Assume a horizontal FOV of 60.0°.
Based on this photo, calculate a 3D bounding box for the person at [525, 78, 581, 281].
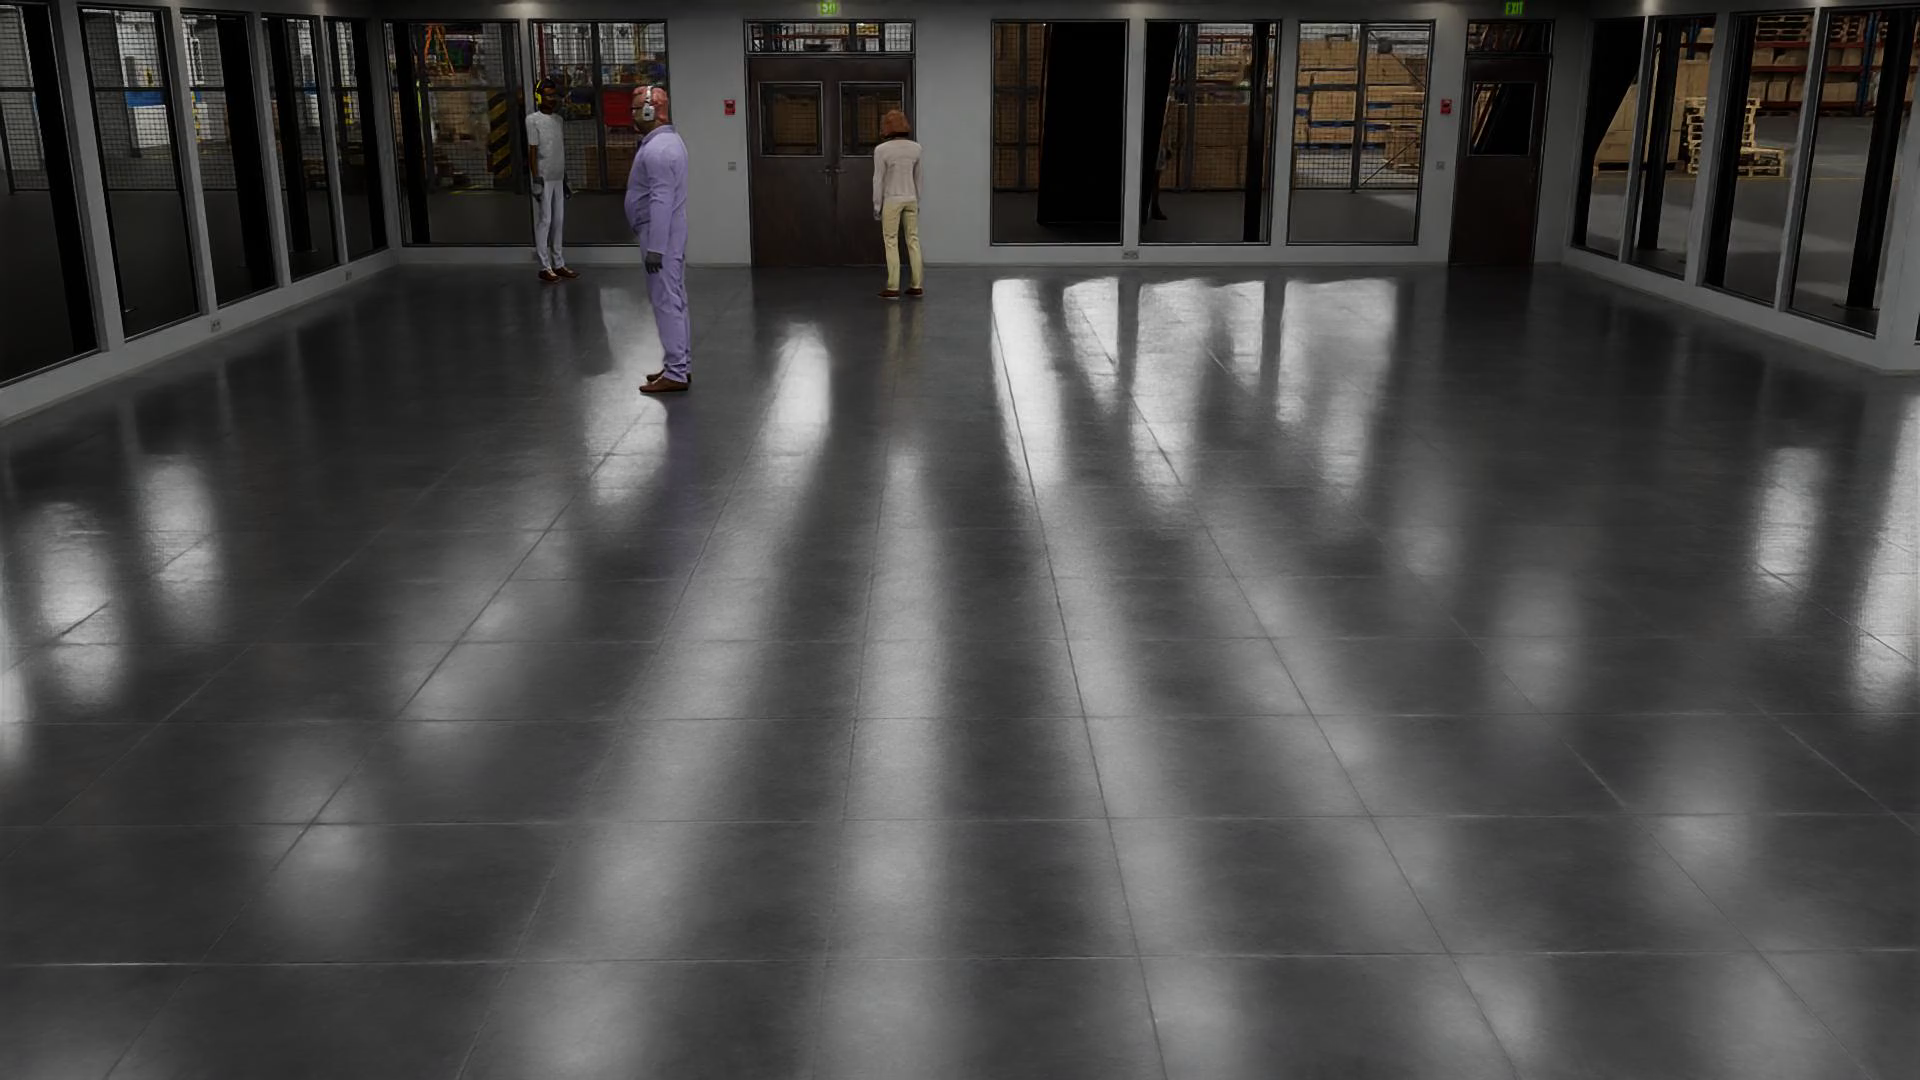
[{"bbox_3d":[-3.861,-3.396,15.728,0.322,1.871,0.531,7,18,22],"label":"person"}]

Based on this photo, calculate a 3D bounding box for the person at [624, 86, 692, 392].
[{"bbox_3d":[-1.918,-1.897,10.561,0.403,1.906,0.651,0,16,-1],"label":"person"}]

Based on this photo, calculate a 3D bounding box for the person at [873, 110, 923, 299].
[{"bbox_3d":[-0.542,-2.943,14.616,0.497,1.625,0.288,-12,20,-34],"label":"person"}]
